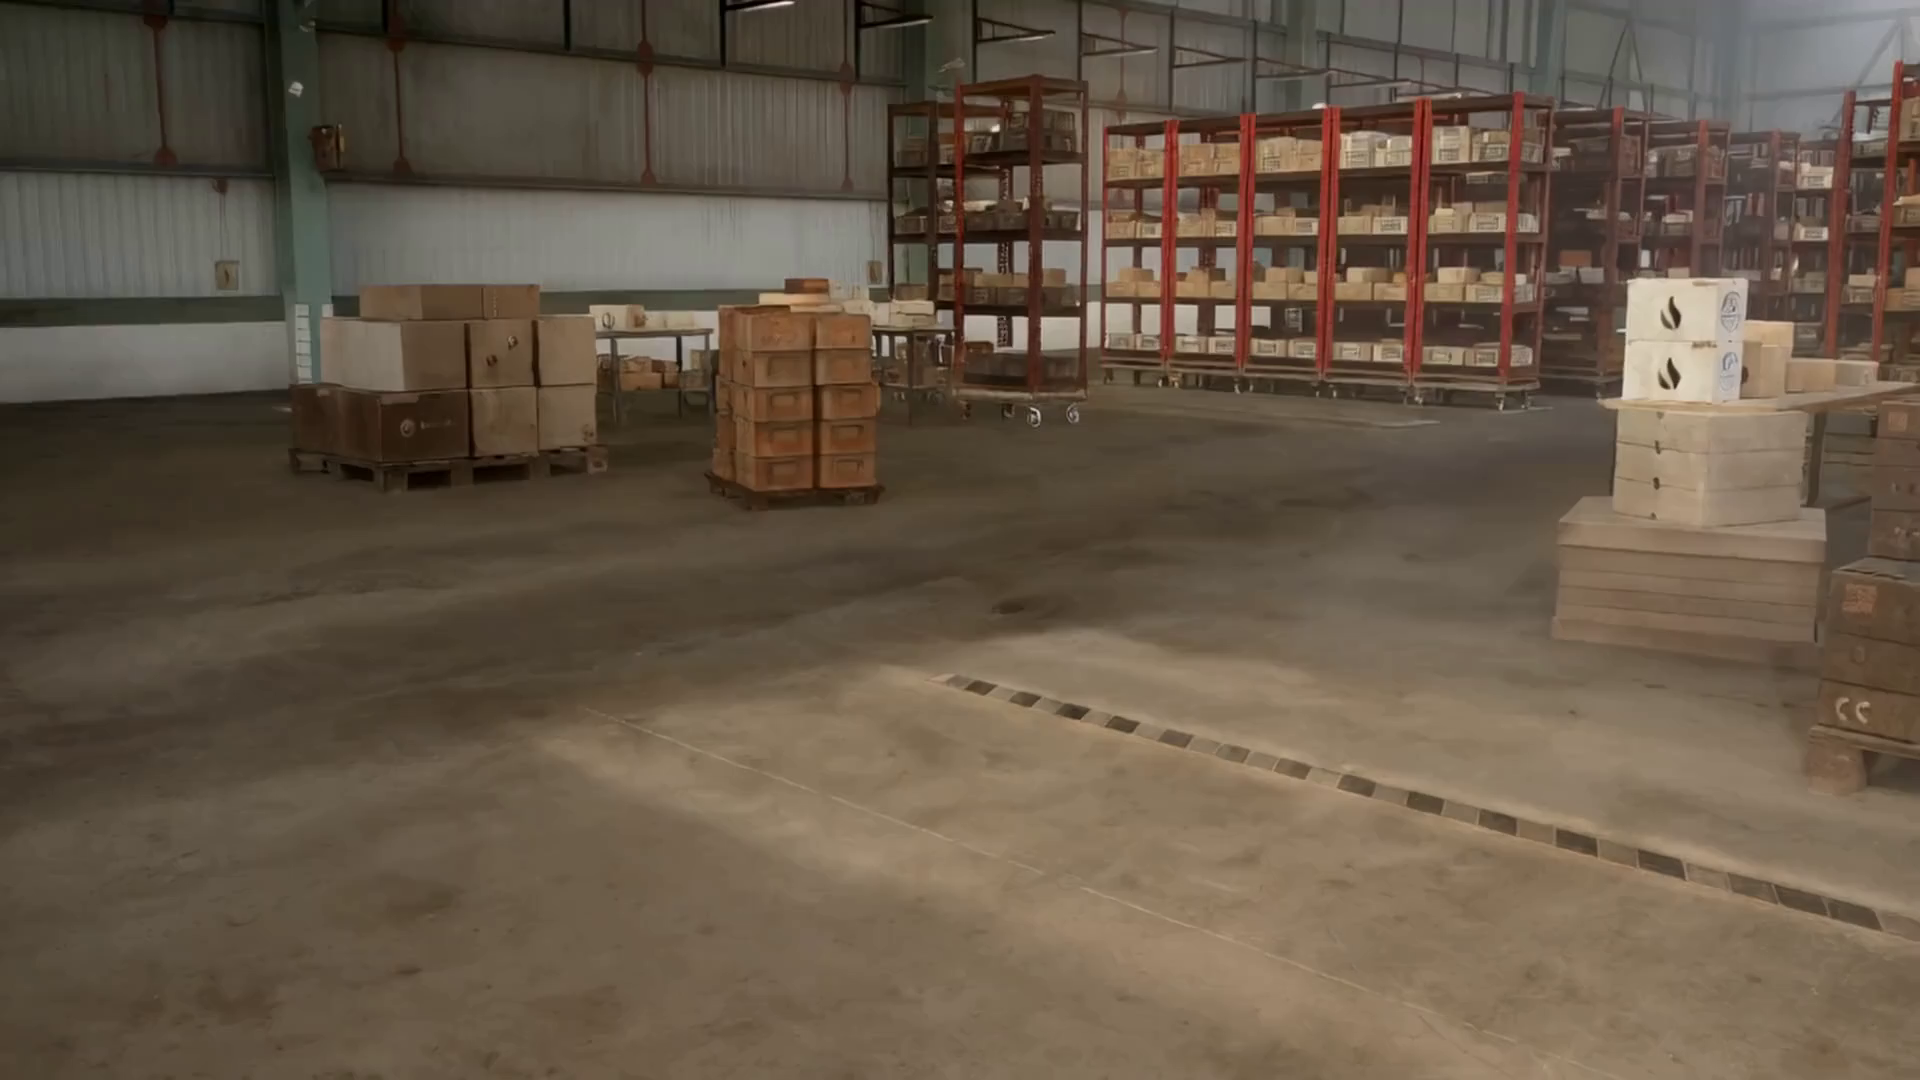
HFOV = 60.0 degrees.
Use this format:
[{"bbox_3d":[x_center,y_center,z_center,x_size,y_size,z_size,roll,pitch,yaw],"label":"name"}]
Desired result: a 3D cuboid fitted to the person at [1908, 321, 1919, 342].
[{"bbox_3d":[14.081,-3.229,24.336,1.014,1.780,0.570,-7,12,-36],"label":"person"}]
